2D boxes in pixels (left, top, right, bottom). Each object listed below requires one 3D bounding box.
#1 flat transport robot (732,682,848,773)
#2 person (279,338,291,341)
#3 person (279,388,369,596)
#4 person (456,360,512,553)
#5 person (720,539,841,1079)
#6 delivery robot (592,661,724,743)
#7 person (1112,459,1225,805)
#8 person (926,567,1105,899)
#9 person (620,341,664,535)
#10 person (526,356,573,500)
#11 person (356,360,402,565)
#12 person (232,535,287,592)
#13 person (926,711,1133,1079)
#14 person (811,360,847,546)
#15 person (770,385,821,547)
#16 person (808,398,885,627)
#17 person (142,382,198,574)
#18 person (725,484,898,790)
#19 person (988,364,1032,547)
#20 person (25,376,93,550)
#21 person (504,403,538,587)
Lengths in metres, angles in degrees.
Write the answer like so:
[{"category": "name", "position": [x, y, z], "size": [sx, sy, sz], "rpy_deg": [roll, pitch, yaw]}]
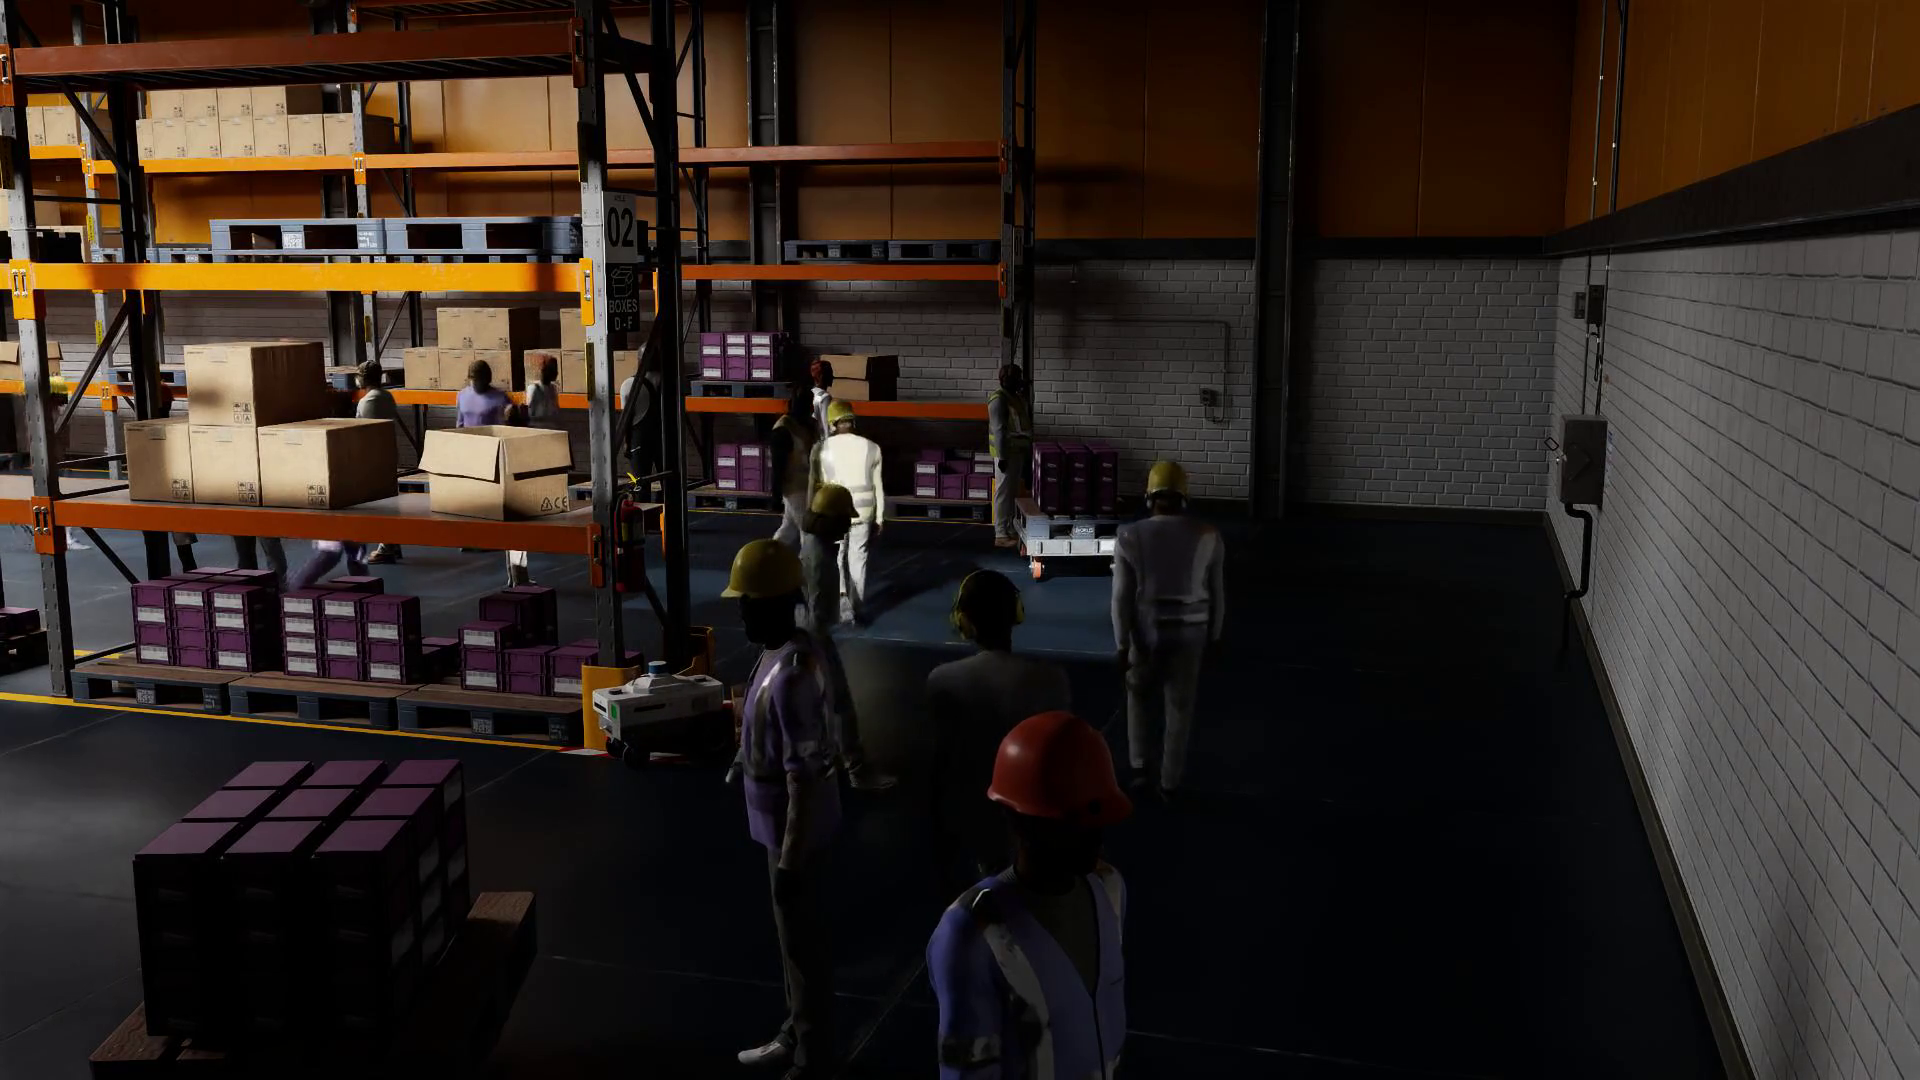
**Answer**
[{"category": "flat transport robot", "position": [-0.997, 1.082, 9.764], "size": [0.652, 0.197, 1.431], "rpy_deg": [-2, 9, -9]}, {"category": "person", "position": [-7.909, -1.392, 19.662], "size": [0.620, 1.982, 0.534], "rpy_deg": [-4, 10, -25]}, {"category": "person", "position": [-5.013, -0.275, 13.182], "size": [0.860, 1.870, 0.646], "rpy_deg": [-3, 10, -18]}, {"category": "person", "position": [-4.677, -0.803, 16.249], "size": [0.651, 1.912, 0.569], "rpy_deg": [3, 10, 19]}, {"category": "person", "position": [-0.590, 0.947, 5.564], "size": [0.383, 1.923, 0.588], "rpy_deg": [-1, 9, -9]}, {"category": "delivery robot", "position": [-1.724, 0.936, 9.506], "size": [0.707, 0.478, 0.477], "rpy_deg": [-6, 11, -32]}, {"category": "person", "position": [1.093, 0.477, 8.759], "size": [0.597, 1.815, 0.478], "rpy_deg": [1, 9, 4]}, {"category": "person", "position": [0.167, 1.000, 5.638], "size": [0.561, 1.810, 0.984], "rpy_deg": [3, 10, 19]}, {"category": "person", "position": [-3.271, -1.081, 17.565], "size": [0.682, 2.000, 0.537], "rpy_deg": [-5, 11, -28]}, {"category": "person", "position": [-4.562, -1.129, 18.520], "size": [0.988, 1.824, 0.597], "rpy_deg": [2, 9, 10]}, {"category": "person", "position": [-5.517, -0.735, 15.767], "size": [0.379, 1.940, 0.629], "rpy_deg": [0, 9, 0]}, {"category": "person", "position": [-5.652, -0.331, 13.302], "size": [0.635, 1.937, 0.352], "rpy_deg": [2, 9, 10]}, {"category": "person", "position": [0.185, 1.292, 3.416], "size": [0.359, 1.938, 0.545], "rpy_deg": [7, 12, 38]}, {"category": "person", "position": [-1.384, -0.861, 16.708], "size": [0.355, 1.883, 0.574], "rpy_deg": [-6, 11, -32]}, {"category": "person", "position": [-1.452, -0.460, 14.526], "size": [0.908, 1.806, 0.622], "rpy_deg": [3, 10, 20]}, {"category": "person", "position": [-0.864, -0.194, 12.877], "size": [0.623, 1.807, 0.616], "rpy_deg": [-3, 10, -18]}, {"category": "person", "position": [-6.209, -0.280, 12.999], "size": [0.545, 1.938, 0.361], "rpy_deg": [-1, 9, -3]}, {"category": "person", "position": [-0.821, 0.531, 8.821], "size": [0.895, 1.680, 0.531], "rpy_deg": [0, 9, -1]}, {"category": "person", "position": [0.514, -0.858, 16.815], "size": [0.429, 1.844, 0.627], "rpy_deg": [3, 10, 19]}, {"category": "person", "position": [-8.950, -0.749, 16.421], "size": [0.513, 1.745, 0.533], "rpy_deg": [-3, 10, -18]}, {"category": "person", "position": [-3.831, -0.369, 14.443], "size": [0.308, 1.641, 0.517], "rpy_deg": [-4, 10, -21]}]
